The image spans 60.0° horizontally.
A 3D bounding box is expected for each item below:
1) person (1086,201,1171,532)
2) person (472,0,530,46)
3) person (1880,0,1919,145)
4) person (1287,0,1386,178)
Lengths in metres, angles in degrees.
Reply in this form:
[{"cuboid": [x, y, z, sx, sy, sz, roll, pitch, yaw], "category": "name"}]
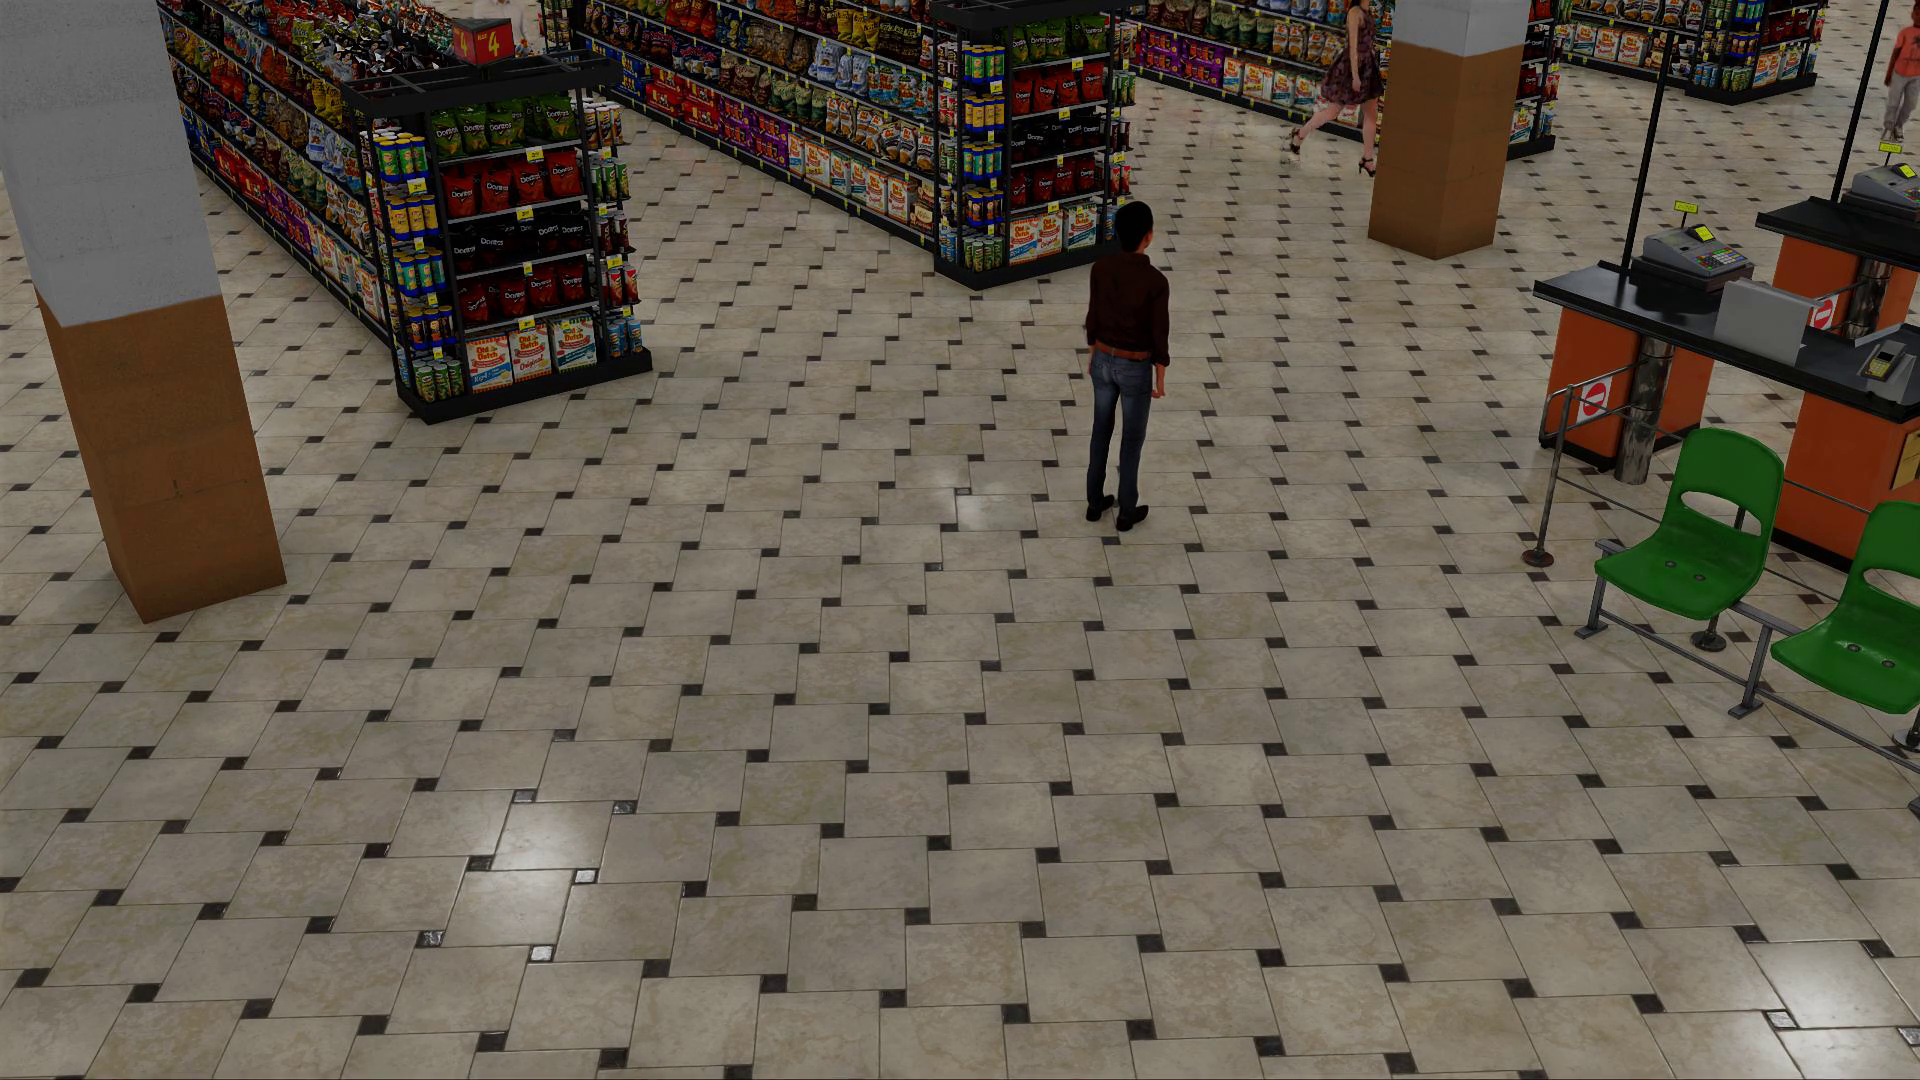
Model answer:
[{"cuboid": [0.848, -0.900, 8.729, 0.600, 1.778, 0.759, 16, 33, 27], "category": "person"}, {"cuboid": [-3.991, -4.141, 14.631, 0.671, 1.811, 0.580, -22, 36, -35], "category": "person"}, {"cuboid": [8.913, -4.409, 15.654, 0.563, 1.302, 0.646, 11, 31, 20], "category": "person"}, {"cuboid": [3.354, -4.037, 14.515, 1.217, 1.741, 0.875, 20, 34, 32], "category": "person"}]
